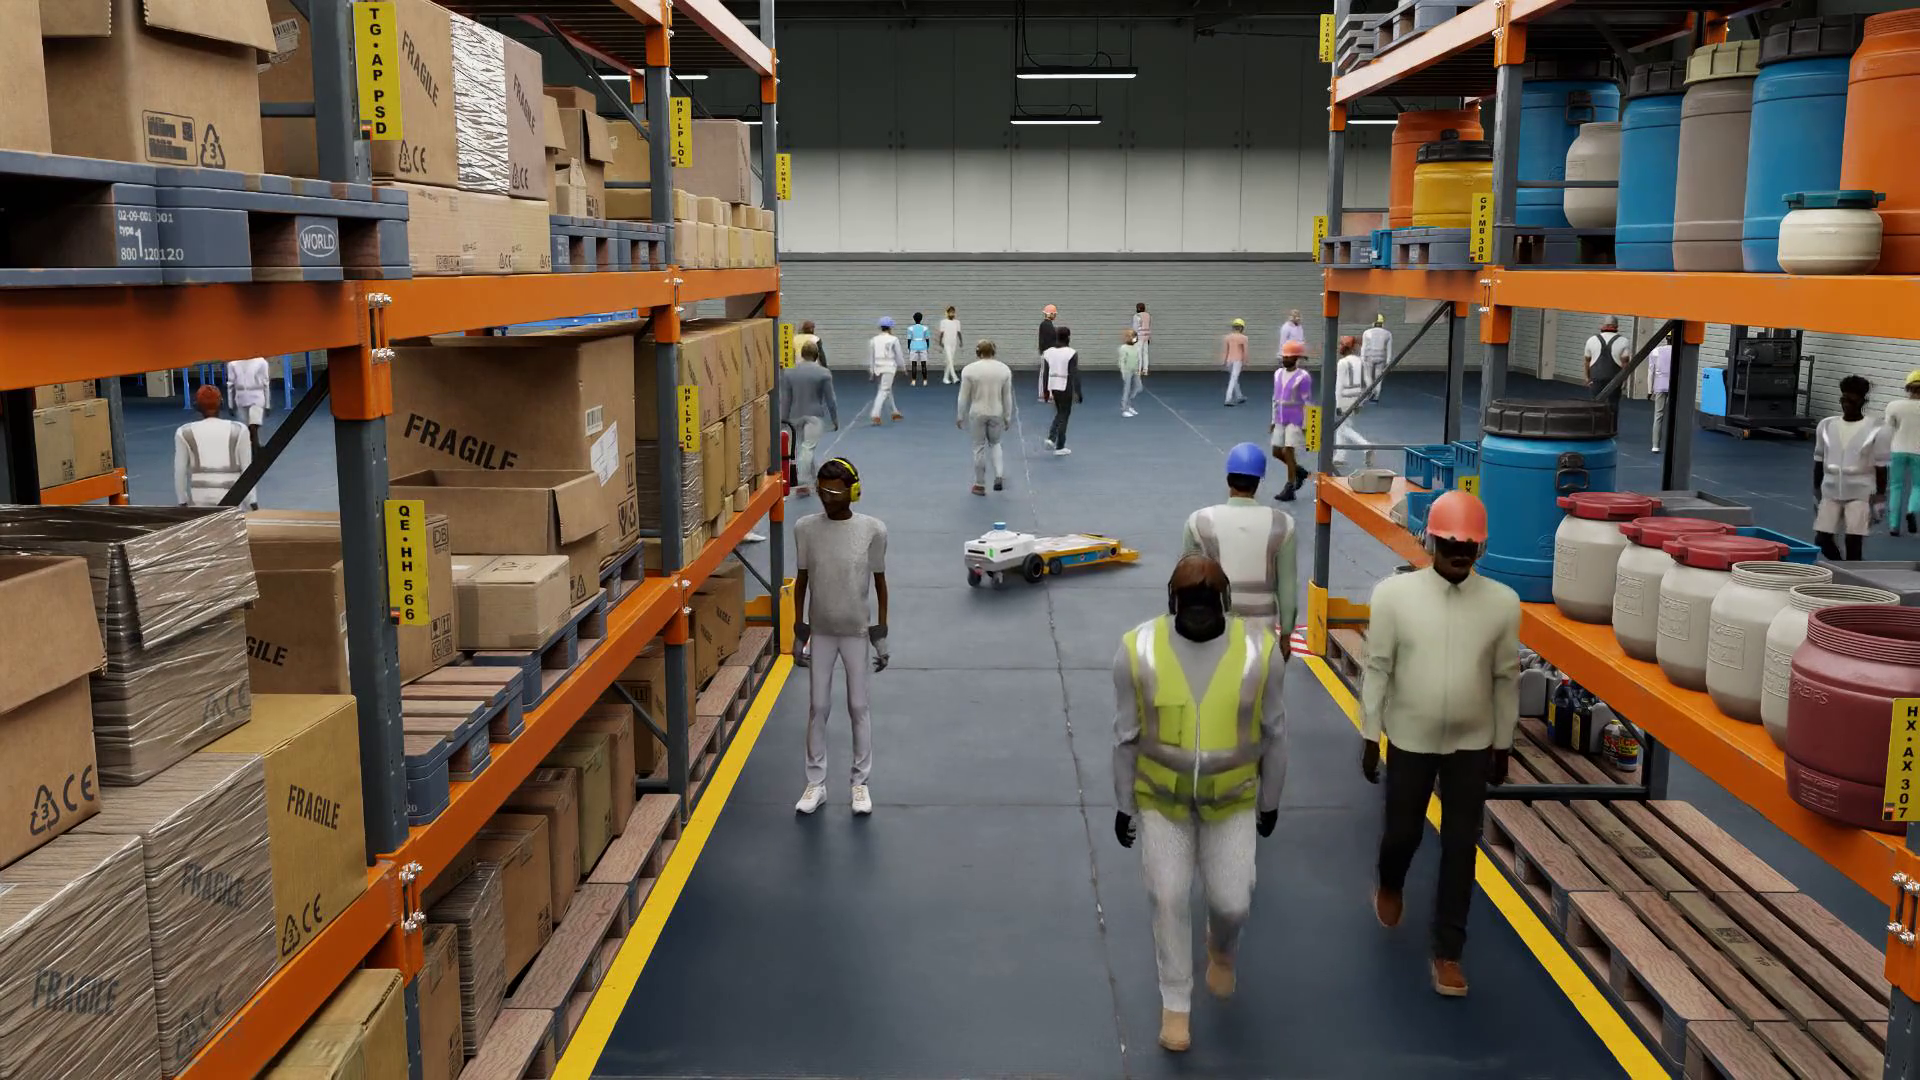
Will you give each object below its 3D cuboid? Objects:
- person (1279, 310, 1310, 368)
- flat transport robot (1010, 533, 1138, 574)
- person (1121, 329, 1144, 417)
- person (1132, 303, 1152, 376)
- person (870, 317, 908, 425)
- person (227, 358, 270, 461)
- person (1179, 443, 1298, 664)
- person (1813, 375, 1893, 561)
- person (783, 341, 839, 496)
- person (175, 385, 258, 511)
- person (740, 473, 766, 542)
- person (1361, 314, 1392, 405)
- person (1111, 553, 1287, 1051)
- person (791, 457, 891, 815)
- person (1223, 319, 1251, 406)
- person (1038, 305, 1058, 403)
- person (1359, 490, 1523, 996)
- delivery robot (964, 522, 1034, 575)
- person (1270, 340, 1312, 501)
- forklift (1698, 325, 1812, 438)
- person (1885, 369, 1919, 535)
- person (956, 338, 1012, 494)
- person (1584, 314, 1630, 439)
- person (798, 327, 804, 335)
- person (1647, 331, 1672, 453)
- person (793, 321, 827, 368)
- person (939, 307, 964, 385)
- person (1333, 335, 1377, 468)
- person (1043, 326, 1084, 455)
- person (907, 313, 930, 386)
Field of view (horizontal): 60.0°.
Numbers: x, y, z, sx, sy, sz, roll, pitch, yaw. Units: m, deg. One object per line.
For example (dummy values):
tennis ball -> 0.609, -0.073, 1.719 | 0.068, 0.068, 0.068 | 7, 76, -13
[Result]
person -> 6.950, -3.818, 34.414 | 0.678, 1.880, 0.640 | 7, 12, 38
flat transport robot -> 0.942, 0.123, 15.725 | 1.431, 0.197, 0.652 | -7, 12, -37
person -> 3.176, -3.086, 30.791 | 0.519, 1.618, 0.375 | -8, 12, -40
person -> 4.551, -5.064, 41.980 | 0.633, 1.840, 0.429 | -8, 13, -41
person -> -1.300, -2.997, 29.477 | 0.611, 1.893, 1.031 | 8, 13, 41
person -> -9.764, -1.911, 22.898 | 0.549, 1.913, 0.786 | -1, 9, -3
person -> 1.459, 0.427, 8.901 | 0.627, 1.891, 0.981 | 0, 9, 3
person -> 7.304, -0.384, 13.631 | 0.514, 1.952, 0.619 | -8, 12, -39
person -> -1.815, -1.516, 20.577 | 0.657, 1.880, 1.024 | 4, 10, 22
person -> -6.162, -0.359, 13.801 | 0.620, 1.834, 0.962 | -4, 10, -20
person -> -2.108, -0.912, 16.912 | 0.454, 1.900, 0.631 | -1, 9, -4
person -> 8.385, -3.646, 33.536 | 0.619, 1.819, 0.418 | 1, 9, 3
person -> 0.868, 0.936, 6.092 | 0.637, 1.832, 0.512 | 1, 10, 9
person -> -0.616, 0.495, 8.616 | 0.521, 1.865, 0.335 | 1, 10, 6
person -> 5.561, -3.537, 33.166 | 0.878, 1.717, 0.552 | -9, 13, -43
person -> 1.813, -3.819, 34.072 | 0.394, 1.987, 0.623 | -3, 10, -17
person -> 1.906, 0.765, 6.637 | 0.628, 1.980, 0.649 | 1, 10, 4
delivery robot -> 0.350, 0.087, 14.811 | 0.477, 0.478, 0.707 | 7, 12, 36
person -> 4.026, -1.452, 20.070 | 0.565, 1.927, 0.550 | -7, 12, -35
forklift -> 13.248, -3.165, 27.620 | 1.129, 2.768, 1.873 | 0, 9, 1
person -> 9.875, -0.897, 17.300 | 0.528, 1.754, 0.504 | 6, 11, 33
person -> 0.301, -1.522, 20.491 | 0.652, 1.934, 0.428 | -3, 10, -19
person -> 10.531, -2.652, 27.060 | 0.701, 2.000, 0.535 | 6, 11, 30
person -> -2.963, -3.275, 31.937 | 0.522, 1.622, 0.634 | 2, 10, 13
person -> 10.628, -2.266, 24.955 | 0.587, 1.928, 0.381 | 6, 11, 32
person -> -2.749, -3.104, 30.408 | 0.656, 1.790, 0.980 | 5, 11, 29
person -> -0.187, -4.550, 39.002 | 0.556, 1.814, 0.950 | -5, 11, -26
person -> 5.440, -1.903, 23.021 | 0.740, 1.860, 0.573 | 7, 12, 37
person -> 1.541, -2.227, 24.809 | 0.455, 1.901, 0.594 | -9, 13, -43
person -> -0.968, -4.414, 38.511 | 0.523, 1.698, 0.320 | -1, 10, -7
